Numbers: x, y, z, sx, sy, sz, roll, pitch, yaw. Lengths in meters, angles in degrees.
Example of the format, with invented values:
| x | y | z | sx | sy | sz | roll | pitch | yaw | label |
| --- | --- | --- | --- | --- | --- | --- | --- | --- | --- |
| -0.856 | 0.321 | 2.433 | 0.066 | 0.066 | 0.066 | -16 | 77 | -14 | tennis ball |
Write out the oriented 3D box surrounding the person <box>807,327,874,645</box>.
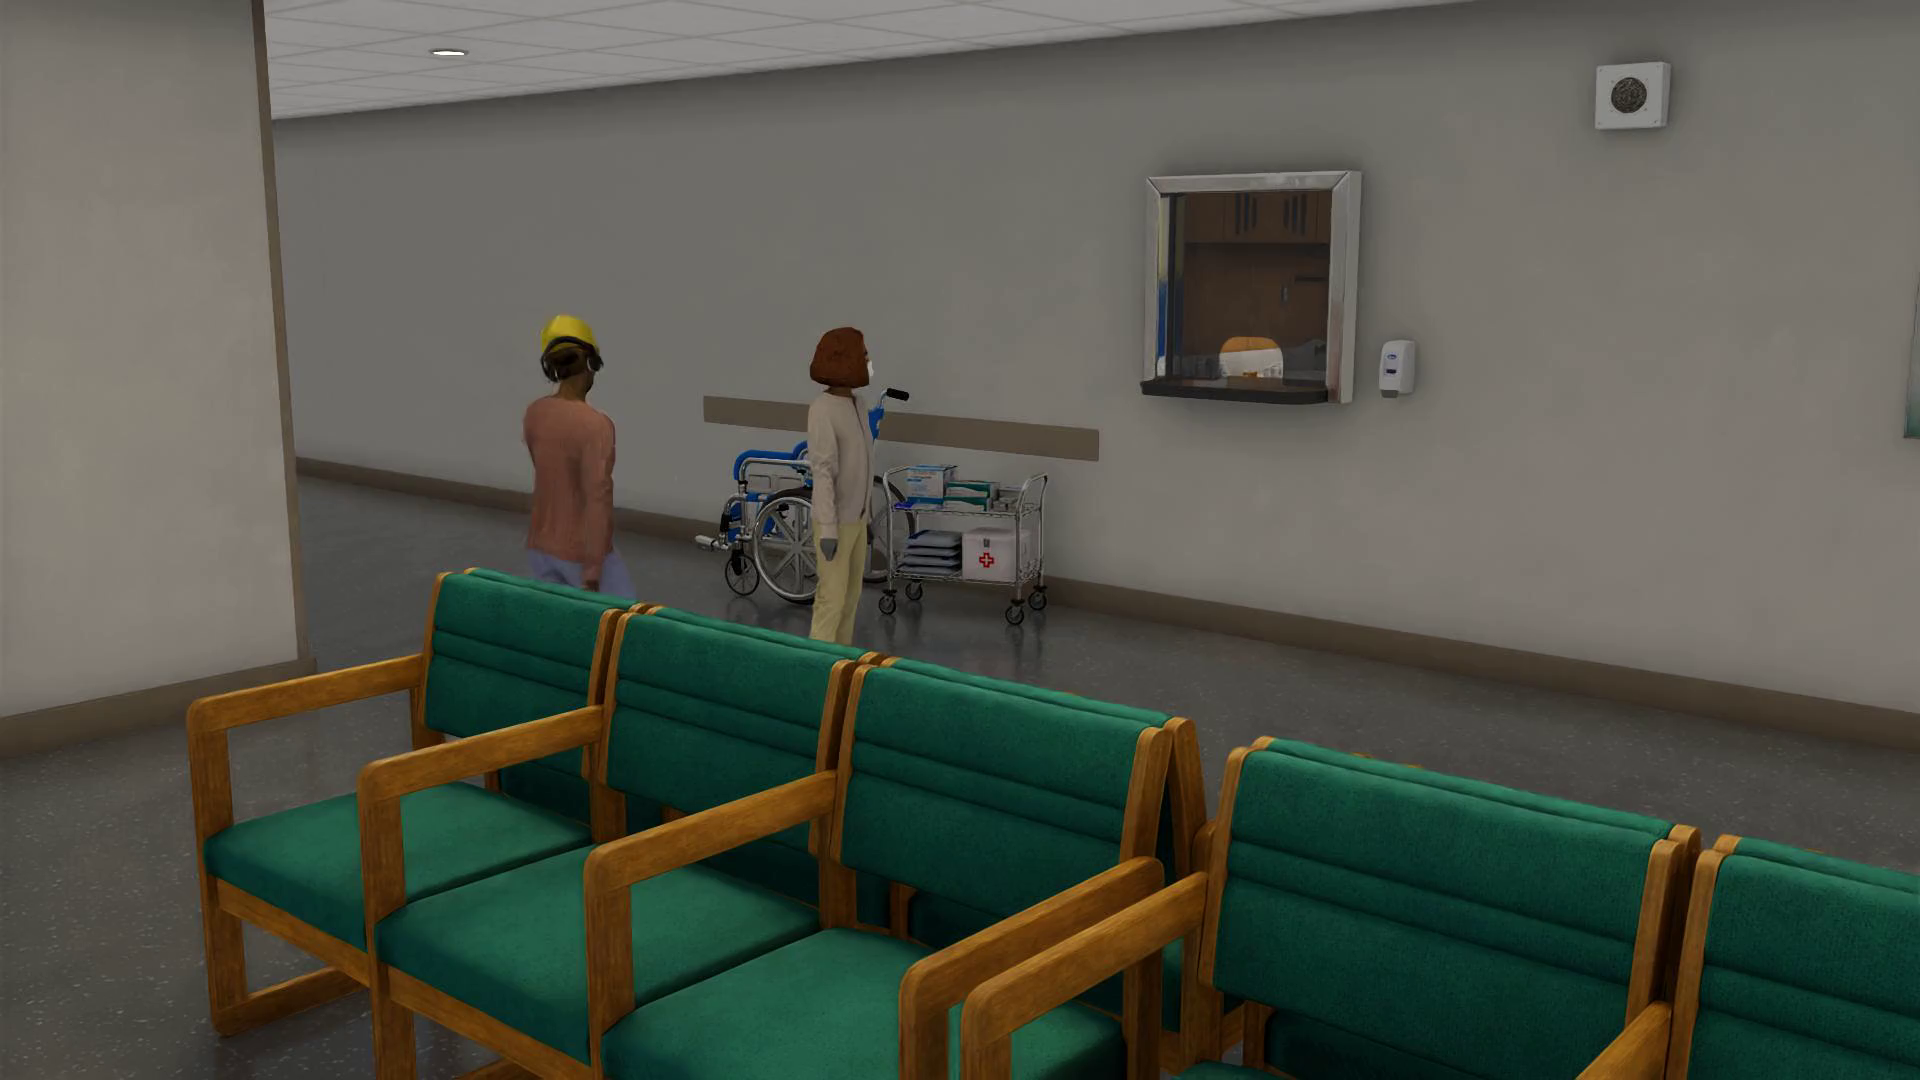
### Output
| x | y | z | sx | sy | sz | roll | pitch | yaw | label |
| --- | --- | --- | --- | --- | --- | --- | --- | --- | --- |
| -0.481 | -0.068 | 6.952 | 0.275 | 1.636 | 0.507 | 3 | 10 | 15 | person |
